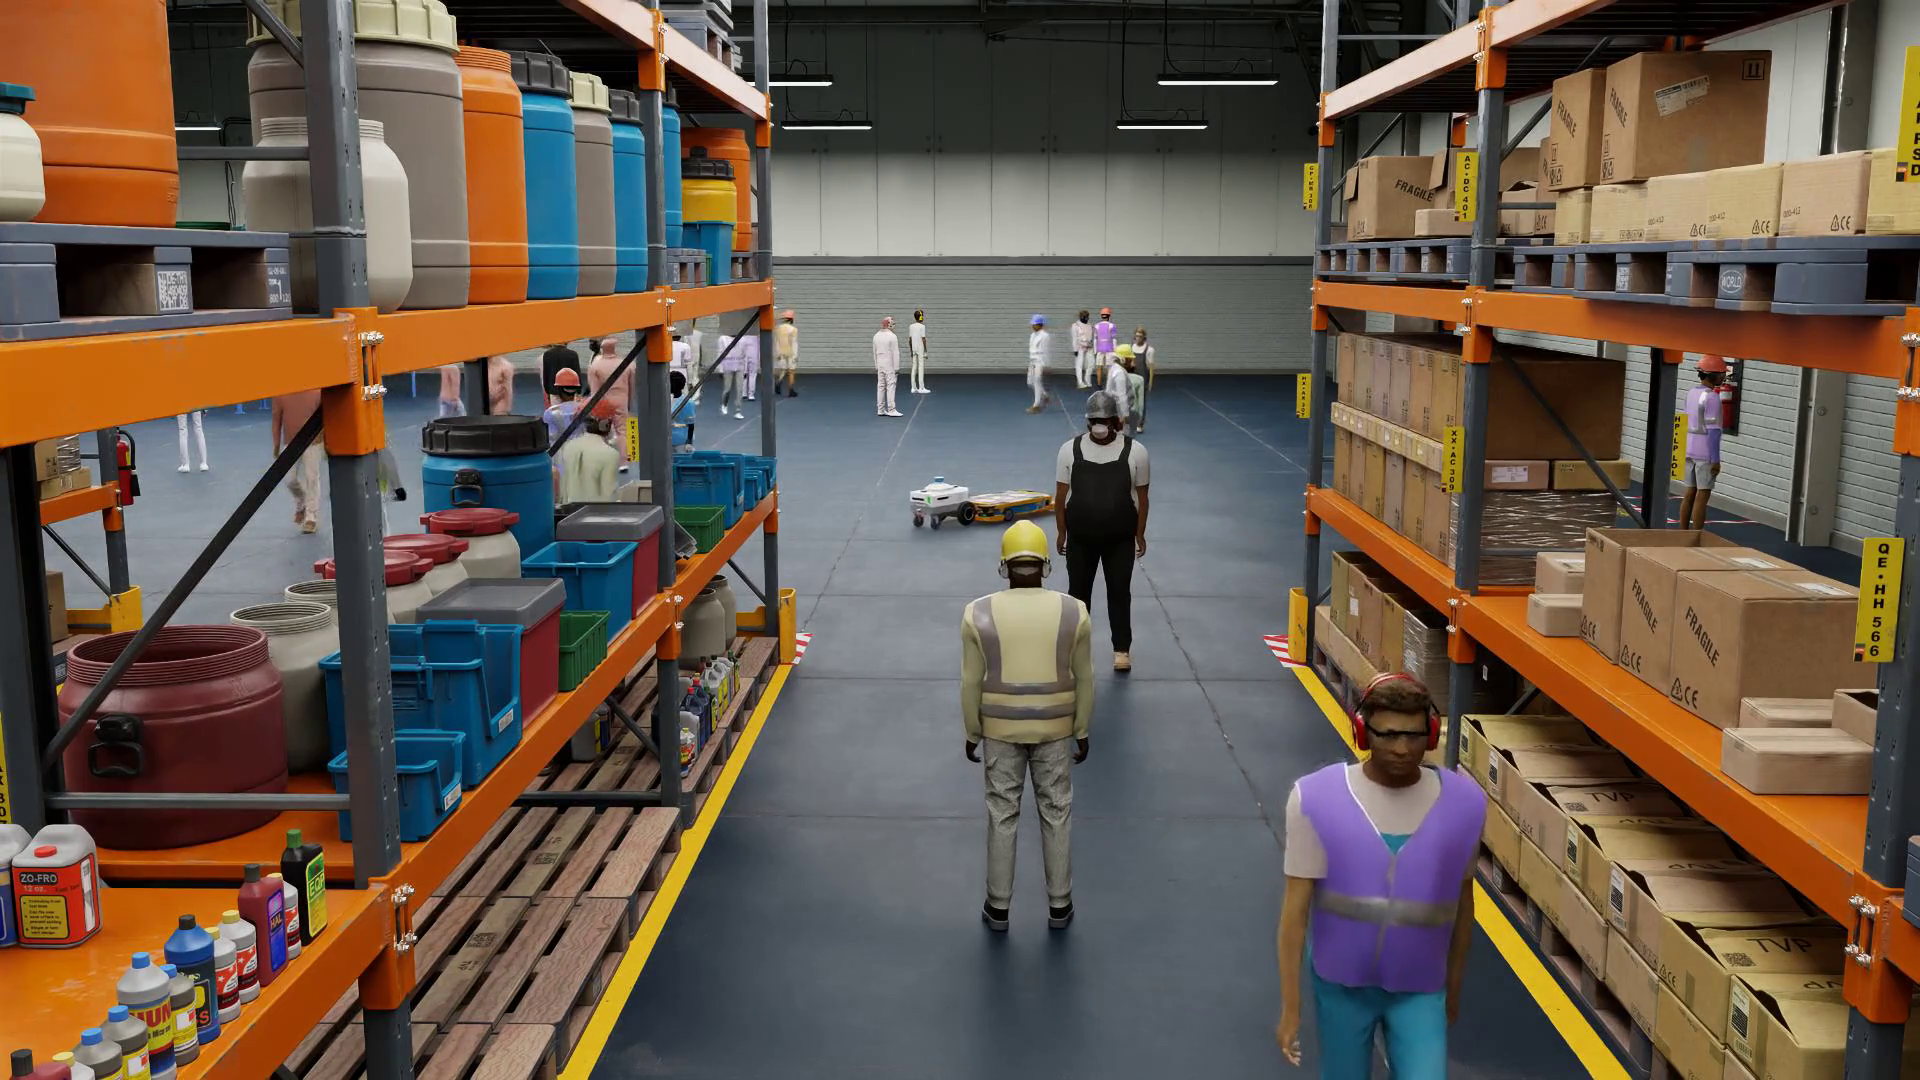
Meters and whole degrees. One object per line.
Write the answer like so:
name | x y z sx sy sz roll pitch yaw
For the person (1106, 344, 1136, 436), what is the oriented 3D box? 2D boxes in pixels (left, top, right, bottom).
person | 2.266 -1.837 23.299 0.451 1.818 0.650 -1 9 -3

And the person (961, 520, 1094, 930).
person | 0.297 0.819 7.372 0.588 1.830 0.404 0 9 -2

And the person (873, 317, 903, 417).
person | -1.374 -3.331 31.998 0.647 1.908 0.409 9 13 44

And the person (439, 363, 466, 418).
person | -7.718 -2.159 25.532 0.528 1.727 0.882 9 13 44

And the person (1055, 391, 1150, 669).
person | 1.022 -0.049 12.064 0.689 2.000 0.538 1 10 8

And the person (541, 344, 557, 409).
person | -6.796 -2.566 27.890 0.542 1.748 0.427 -9 13 -44

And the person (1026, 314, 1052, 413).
person | 1.564 -3.477 32.783 0.509 1.935 0.630 -4 10 -25

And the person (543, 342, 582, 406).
person | -6.021 -2.252 25.269 0.622 1.994 0.381 2 10 14

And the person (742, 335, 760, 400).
person | -4.529 -3.965 35.846 0.680 1.878 0.796 0 9 -1

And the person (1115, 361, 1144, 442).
person | 2.411 -1.846 23.975 0.530 1.615 0.554 -1 10 -5

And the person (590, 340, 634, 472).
person | -4.934 -1.906 23.627 0.649 1.861 0.984 -4 10 -23

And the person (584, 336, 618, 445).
person | -5.856 -2.414 26.837 0.942 1.791 0.638 -4 10 -25

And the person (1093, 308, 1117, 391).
person | 3.295 -4.295 37.710 0.542 1.929 0.368 3 10 17

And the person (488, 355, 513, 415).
person | -6.616 -1.918 23.575 0.650 1.894 0.486 2 10 13

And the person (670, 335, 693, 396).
person | -4.815 -2.730 28.307 0.552 1.937 0.356 1 10 5

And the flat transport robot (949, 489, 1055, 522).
flat transport robot | 0.534 -0.410 19.518 0.652 0.197 1.431 8 13 41

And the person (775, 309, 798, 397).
person | -3.800 -4.099 36.543 0.570 1.926 0.549 6 11 34

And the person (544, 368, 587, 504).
person | -3.781 -0.699 16.140 0.545 1.938 0.360 -8 12 -40

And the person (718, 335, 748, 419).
person | -4.311 -3.265 31.573 0.597 1.914 0.573 -4 10 -25

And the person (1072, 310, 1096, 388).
person | 2.944 -4.486 39.152 0.660 1.826 0.537 -6 11 -34

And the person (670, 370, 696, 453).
person | -3.295 -1.142 19.515 0.321 1.696 0.530 -9 13 -42

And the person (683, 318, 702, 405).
person | -5.582 -3.728 34.533 0.401 1.849 0.563 7 12 38

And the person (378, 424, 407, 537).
person | -5.371 -0.510 15.401 0.622 1.800 0.916 9 13 42

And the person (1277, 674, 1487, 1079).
person | 1.169 1.284 4.599 0.581 1.821 0.750 1 10 6

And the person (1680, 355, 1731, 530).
person | 7.540 -0.869 16.843 0.377 2.045 0.605 0 9 -2

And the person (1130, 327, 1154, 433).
person | 3.089 -2.770 28.859 0.545 1.829 0.400 4 10 25

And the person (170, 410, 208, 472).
person | -10.953 -1.902 23.570 0.520 1.865 0.327 -6 11 -32

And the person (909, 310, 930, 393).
person | -0.932 -4.279 37.784 0.517 1.872 0.324 9 13 42

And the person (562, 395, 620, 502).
person | -2.851 -0.129 12.682 0.605 1.963 0.943 6 11 31

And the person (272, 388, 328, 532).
person | -7.224 -1.080 18.274 0.639 1.983 0.440 -2 10 -9

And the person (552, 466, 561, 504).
person | -3.367 -0.045 13.121 0.511 1.638 0.307 4 10 21

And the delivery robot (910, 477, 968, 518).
delivery robot | -0.238 -0.468 18.737 0.477 0.478 0.707 8 13 41
